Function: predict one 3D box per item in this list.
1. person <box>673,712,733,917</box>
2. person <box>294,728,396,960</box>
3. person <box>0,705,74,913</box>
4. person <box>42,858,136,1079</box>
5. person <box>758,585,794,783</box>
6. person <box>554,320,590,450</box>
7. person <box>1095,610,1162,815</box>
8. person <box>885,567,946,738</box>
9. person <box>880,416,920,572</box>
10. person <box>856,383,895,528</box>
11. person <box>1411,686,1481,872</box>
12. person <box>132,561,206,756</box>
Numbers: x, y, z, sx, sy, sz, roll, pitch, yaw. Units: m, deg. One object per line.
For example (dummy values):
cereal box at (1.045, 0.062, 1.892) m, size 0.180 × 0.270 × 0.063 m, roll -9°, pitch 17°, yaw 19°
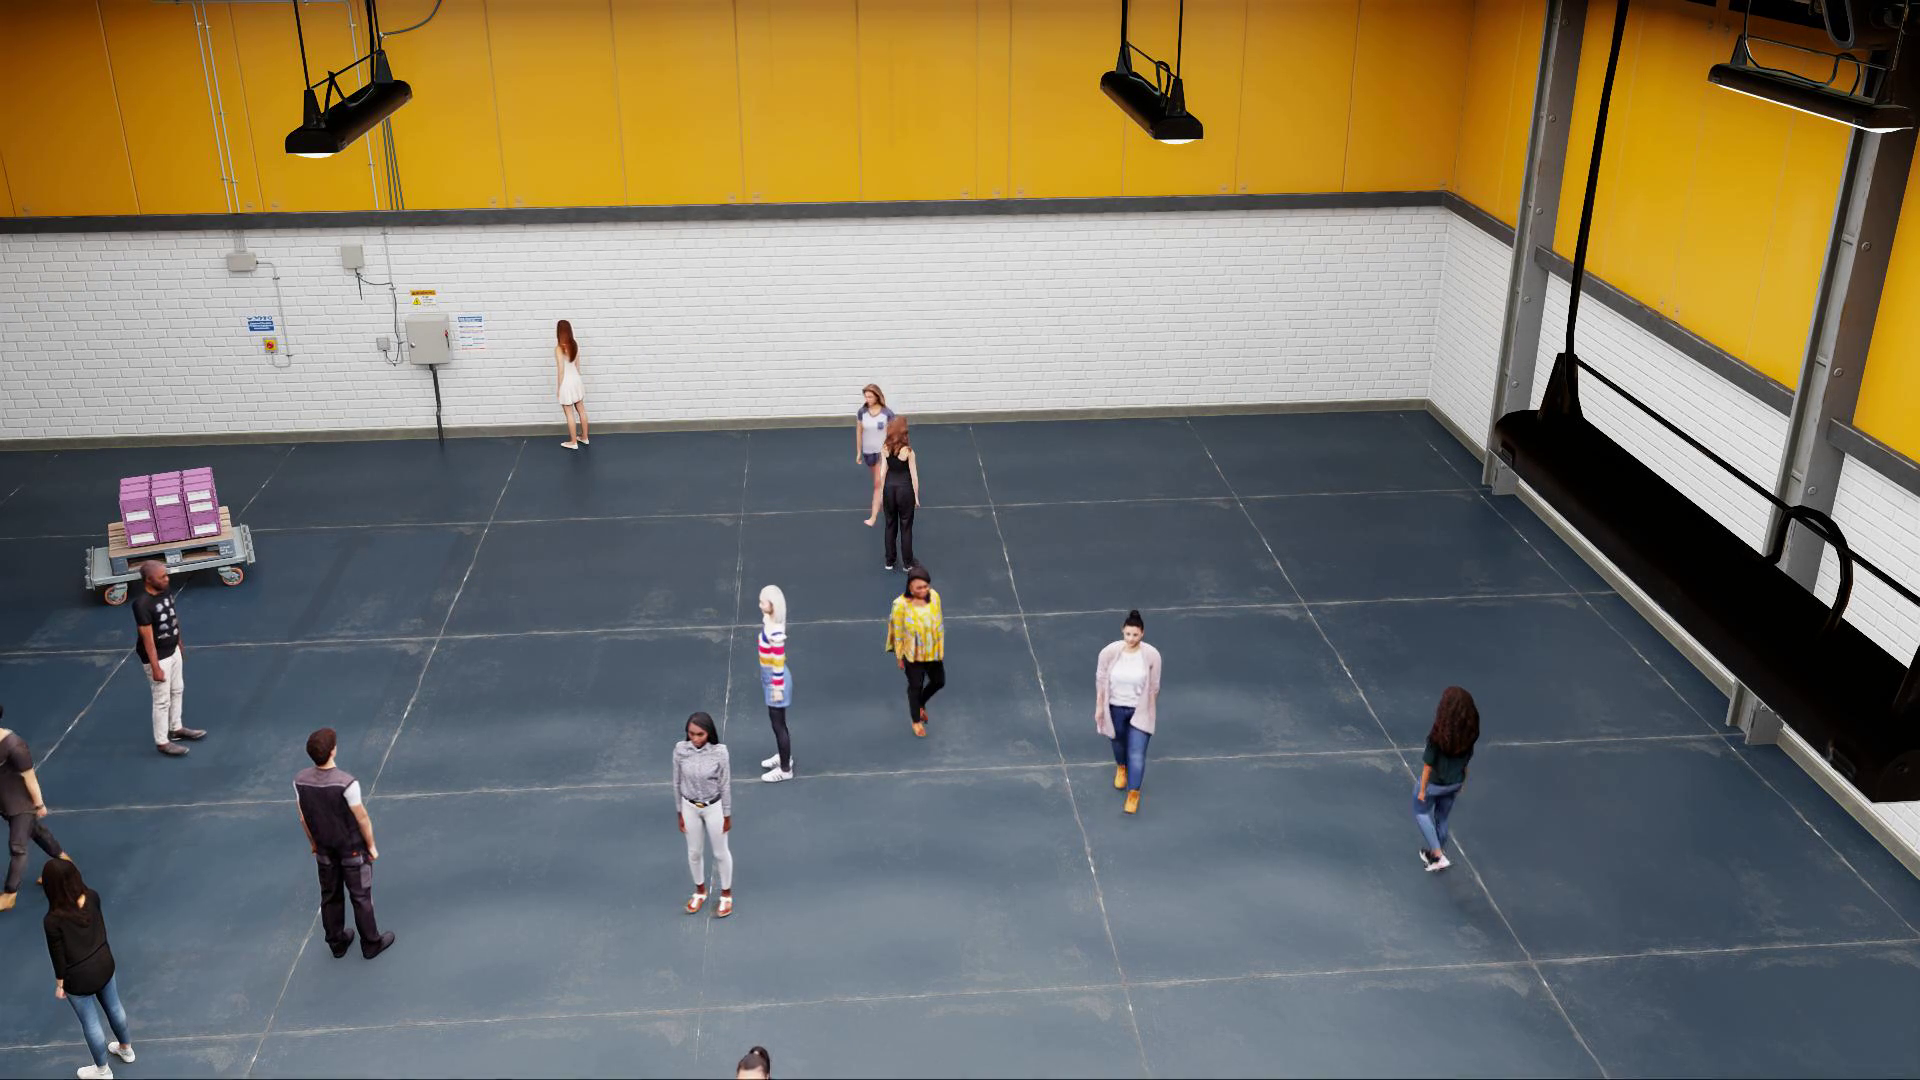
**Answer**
person at (-1.894, 2.018, 12.352) m, size 0.634 × 1.718 × 0.610 m, roll 4°, pitch 24°, yaw 9°
person at (-4.420, 2.167, 11.850) m, size 0.706 × 1.849 × 0.649 m, roll 3°, pitch 24°, yaw 8°
person at (-7.096, 1.927, 12.615) m, size 1.006 × 1.674 × 1.129 m, roll 14°, pitch 27°, yaw 29°
person at (-5.650, 2.759, 10.748) m, size 0.700 × 1.647 × 0.589 m, roll 9°, pitch 25°, yaw 20°
person at (-1.544, 1.194, 14.124) m, size 0.739 × 1.809 × 0.507 m, roll -4°, pitch 24°, yaw -10°
person at (-5.077, -2.036, 21.637) m, size 0.706 × 1.711 × 0.625 m, roll 14°, pitch 27°, yaw 29°
person at (1.405, 1.351, 13.890) m, size 0.893 × 1.709 × 1.109 m, roll 6°, pitch 24°, yaw 14°
person at (-0.395, 0.969, 14.847) m, size 0.861 × 1.643 × 0.903 m, roll -15°, pitch 28°, yaw -30°
person at (-0.678, -0.509, 18.101) m, size 0.654 × 1.744 × 0.636 m, roll 7°, pitch 25°, yaw 16°
person at (-0.932, -1.025, 19.385) m, size 0.938 × 1.661 × 1.212 m, roll 8°, pitch 25°, yaw 19°
person at (3.748, 1.891, 12.782) m, size 0.666 × 1.608 × 0.738 m, roll -8°, pitch 25°, yaw -17°
person at (-6.992, 1.015, 14.549) m, size 0.739 × 1.797 × 0.566 m, roll 2°, pitch 24°, yaw 4°
